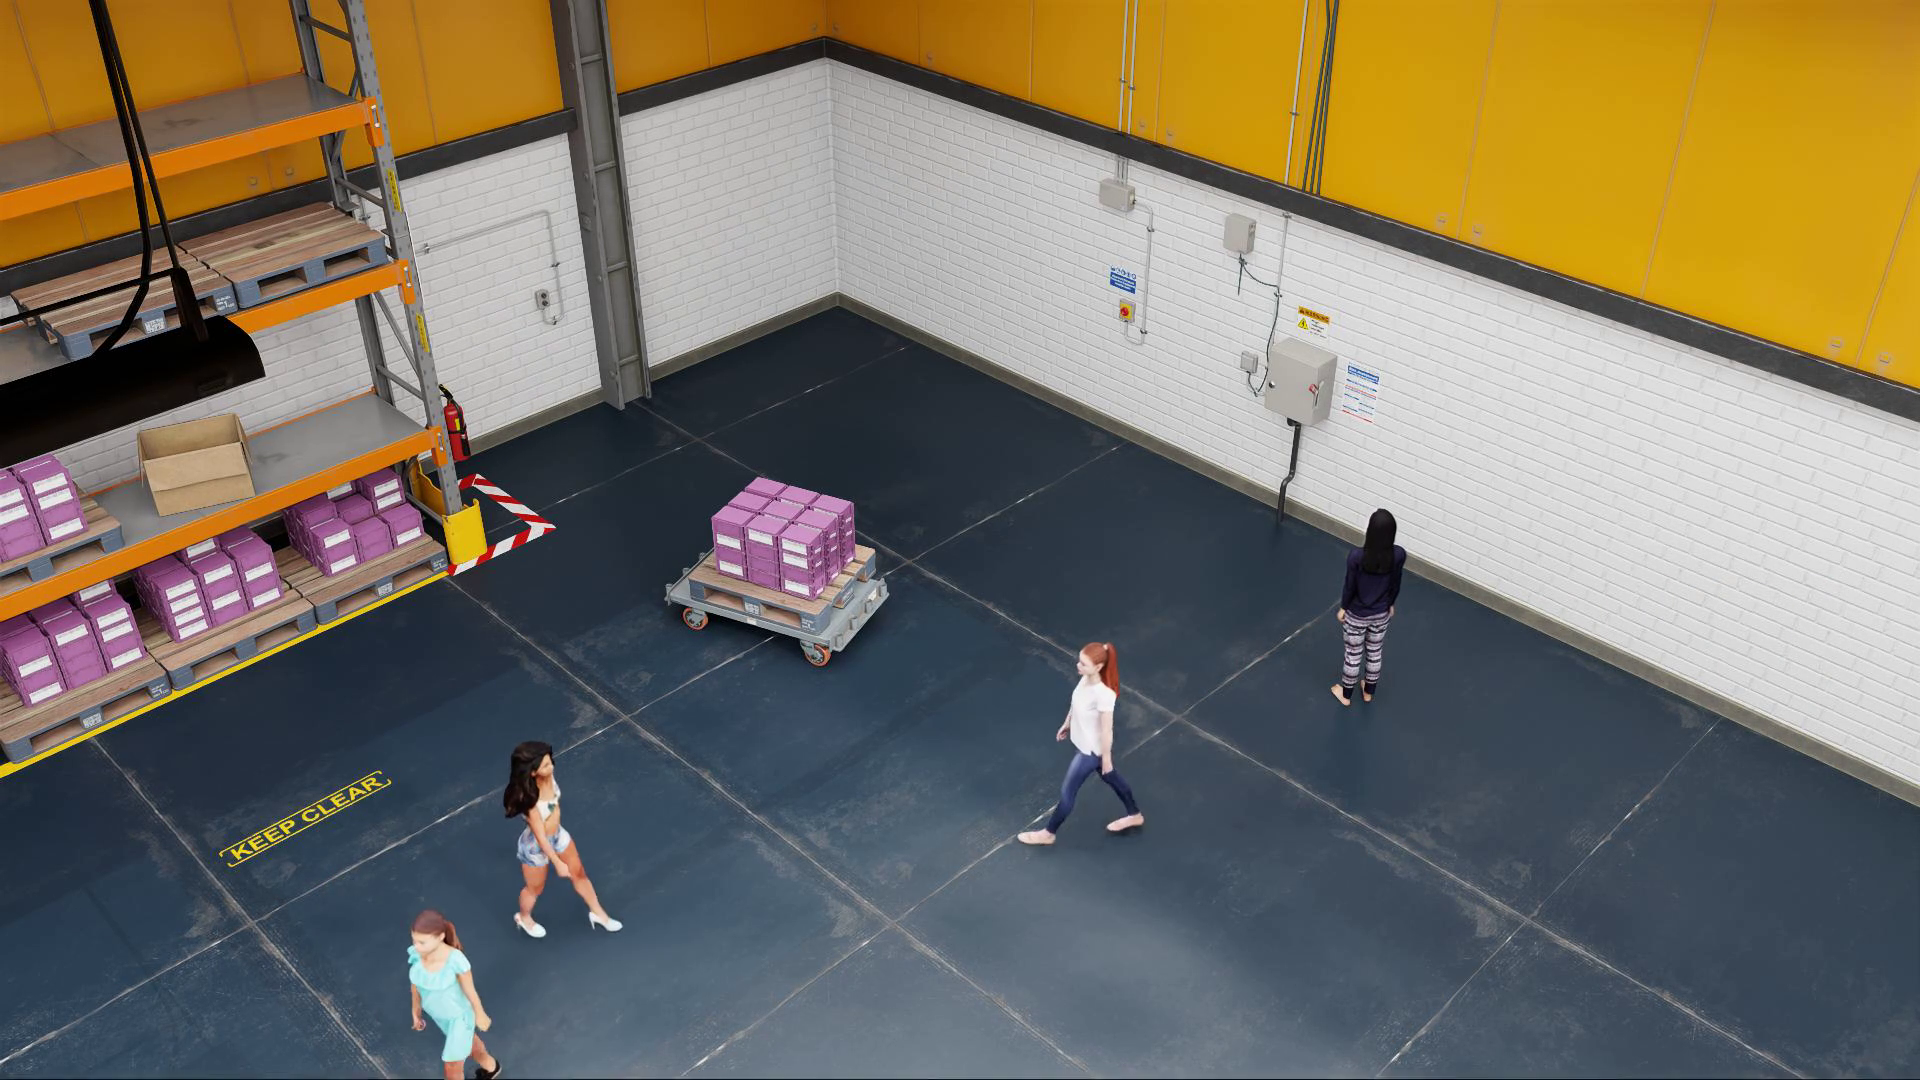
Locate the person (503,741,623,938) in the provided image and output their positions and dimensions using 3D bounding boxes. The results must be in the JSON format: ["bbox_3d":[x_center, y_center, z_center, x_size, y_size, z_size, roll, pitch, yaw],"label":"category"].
[{"bbox_3d":[-2.675,1.940,10.467,0.907,1.592,0.928,6,34,9],"label":"person"}]

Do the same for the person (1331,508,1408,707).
[{"bbox_3d":[3.072,0.505,12.497,0.650,1.735,0.744,-5,34,-7],"label":"person"}]

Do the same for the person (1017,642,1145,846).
[{"bbox_3d":[0.985,1.378,11.222,1.153,1.691,1.042,-3,34,-4],"label":"person"}]

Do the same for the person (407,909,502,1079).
[{"bbox_3d":[-2.841,2.638,9.470,0.745,1.533,0.962,15,36,21],"label":"person"}]
